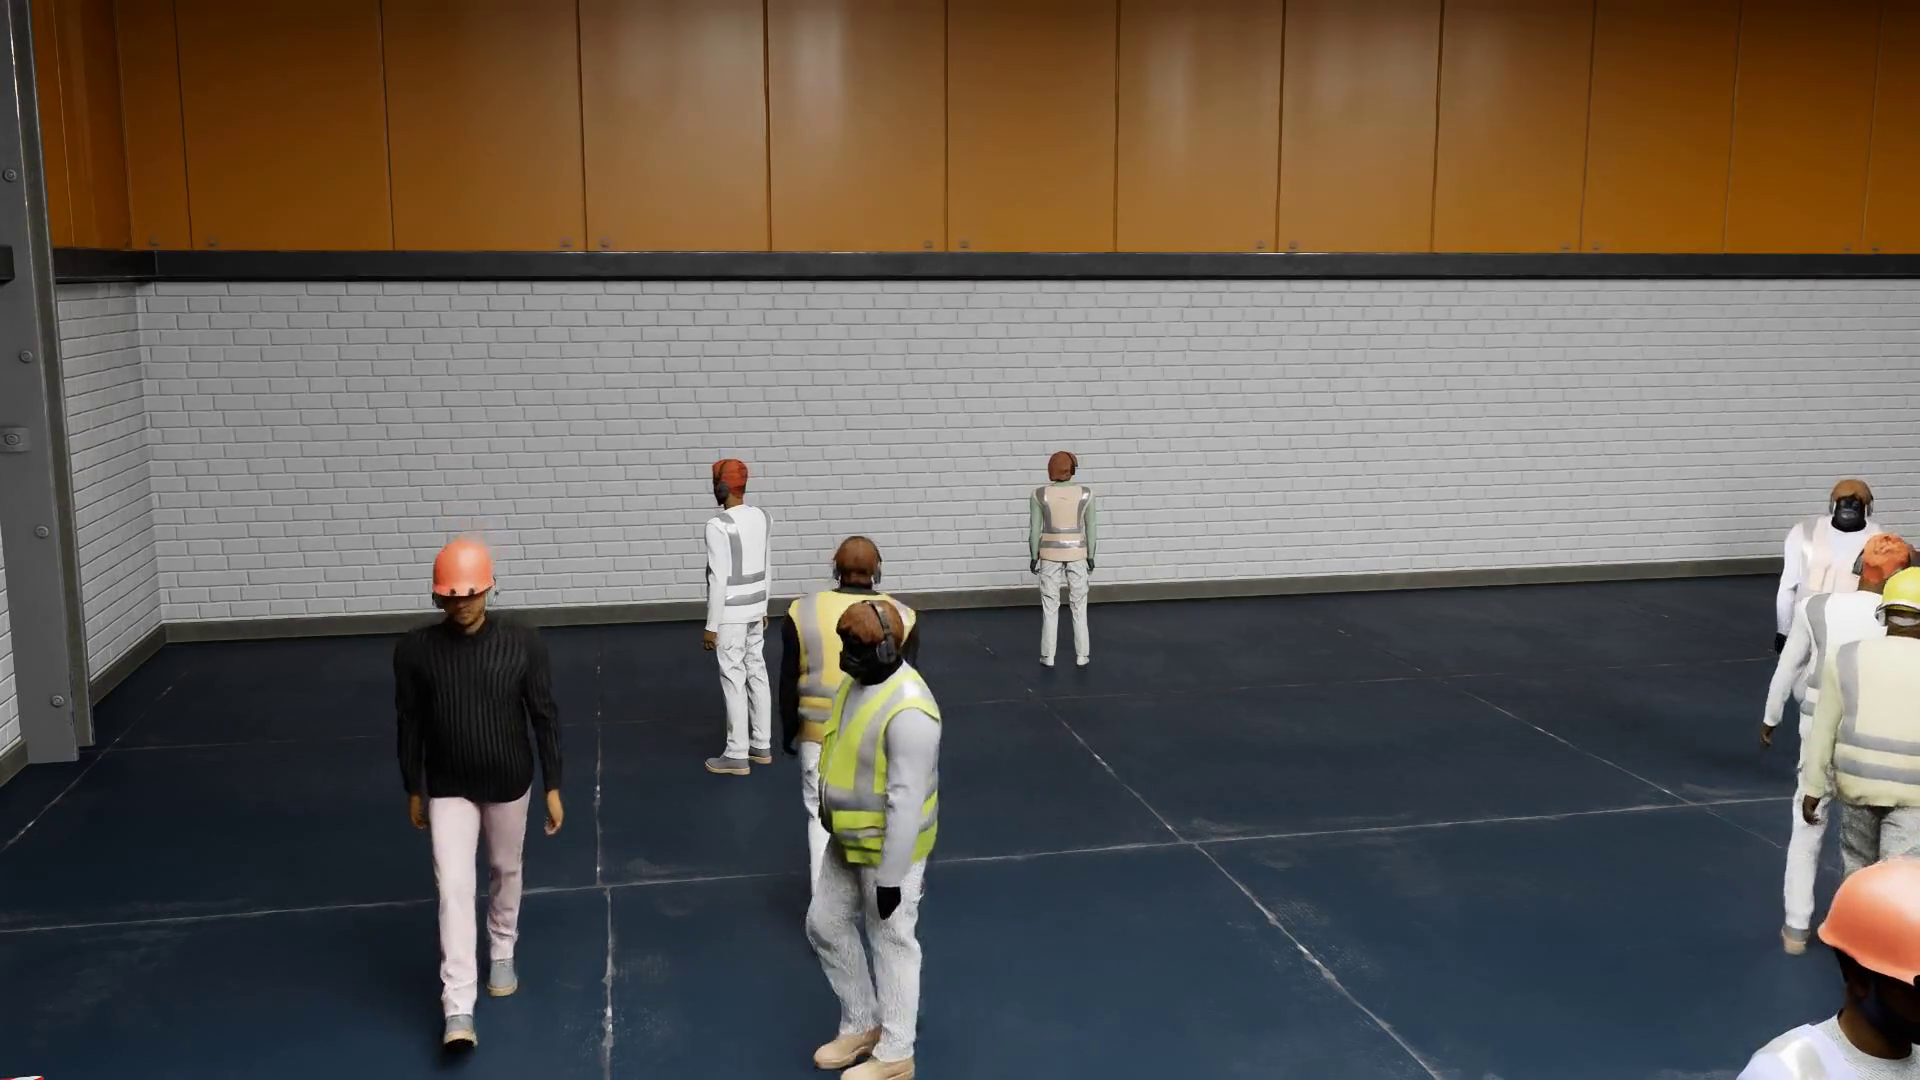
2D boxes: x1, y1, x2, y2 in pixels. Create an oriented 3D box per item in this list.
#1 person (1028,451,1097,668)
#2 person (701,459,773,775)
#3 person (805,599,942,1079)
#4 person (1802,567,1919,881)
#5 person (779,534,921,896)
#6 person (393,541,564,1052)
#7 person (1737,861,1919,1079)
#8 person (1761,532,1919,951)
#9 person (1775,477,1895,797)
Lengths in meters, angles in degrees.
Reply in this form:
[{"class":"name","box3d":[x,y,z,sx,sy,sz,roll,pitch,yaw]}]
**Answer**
[{"class":"person","box3d":[0.769,0.151,12.486,0.515,1.636,0.315,0,9,-1]},{"class":"person","box3d":[-1.327,0.451,9.903,0.340,1.883,0.585,5,11,28]},{"class":"person","box3d":[-0.335,1.113,6.019,0.524,1.830,0.661,-4,10,-25]},{"class":"person","box3d":[3.857,0.998,6.871,0.599,1.779,0.894,8,12,39]},{"class":"person","box3d":[-0.497,0.889,7.499,0.651,1.812,0.878,-1,9,-6]},{"class":"person","box3d":[-1.884,0.971,6.523,0.633,1.936,1.031,-2,10,-13]},{"class":"person","box3d":[1.698,1.534,3.148,0.552,1.935,0.361,-5,10,-26]},{"class":"person","box3d":[3.937,0.874,7.417,0.689,1.848,0.764,7,12,37]},{"class":"person","box3d":[5.096,0.524,9.670,0.626,1.822,0.792,7,11,35]}]
